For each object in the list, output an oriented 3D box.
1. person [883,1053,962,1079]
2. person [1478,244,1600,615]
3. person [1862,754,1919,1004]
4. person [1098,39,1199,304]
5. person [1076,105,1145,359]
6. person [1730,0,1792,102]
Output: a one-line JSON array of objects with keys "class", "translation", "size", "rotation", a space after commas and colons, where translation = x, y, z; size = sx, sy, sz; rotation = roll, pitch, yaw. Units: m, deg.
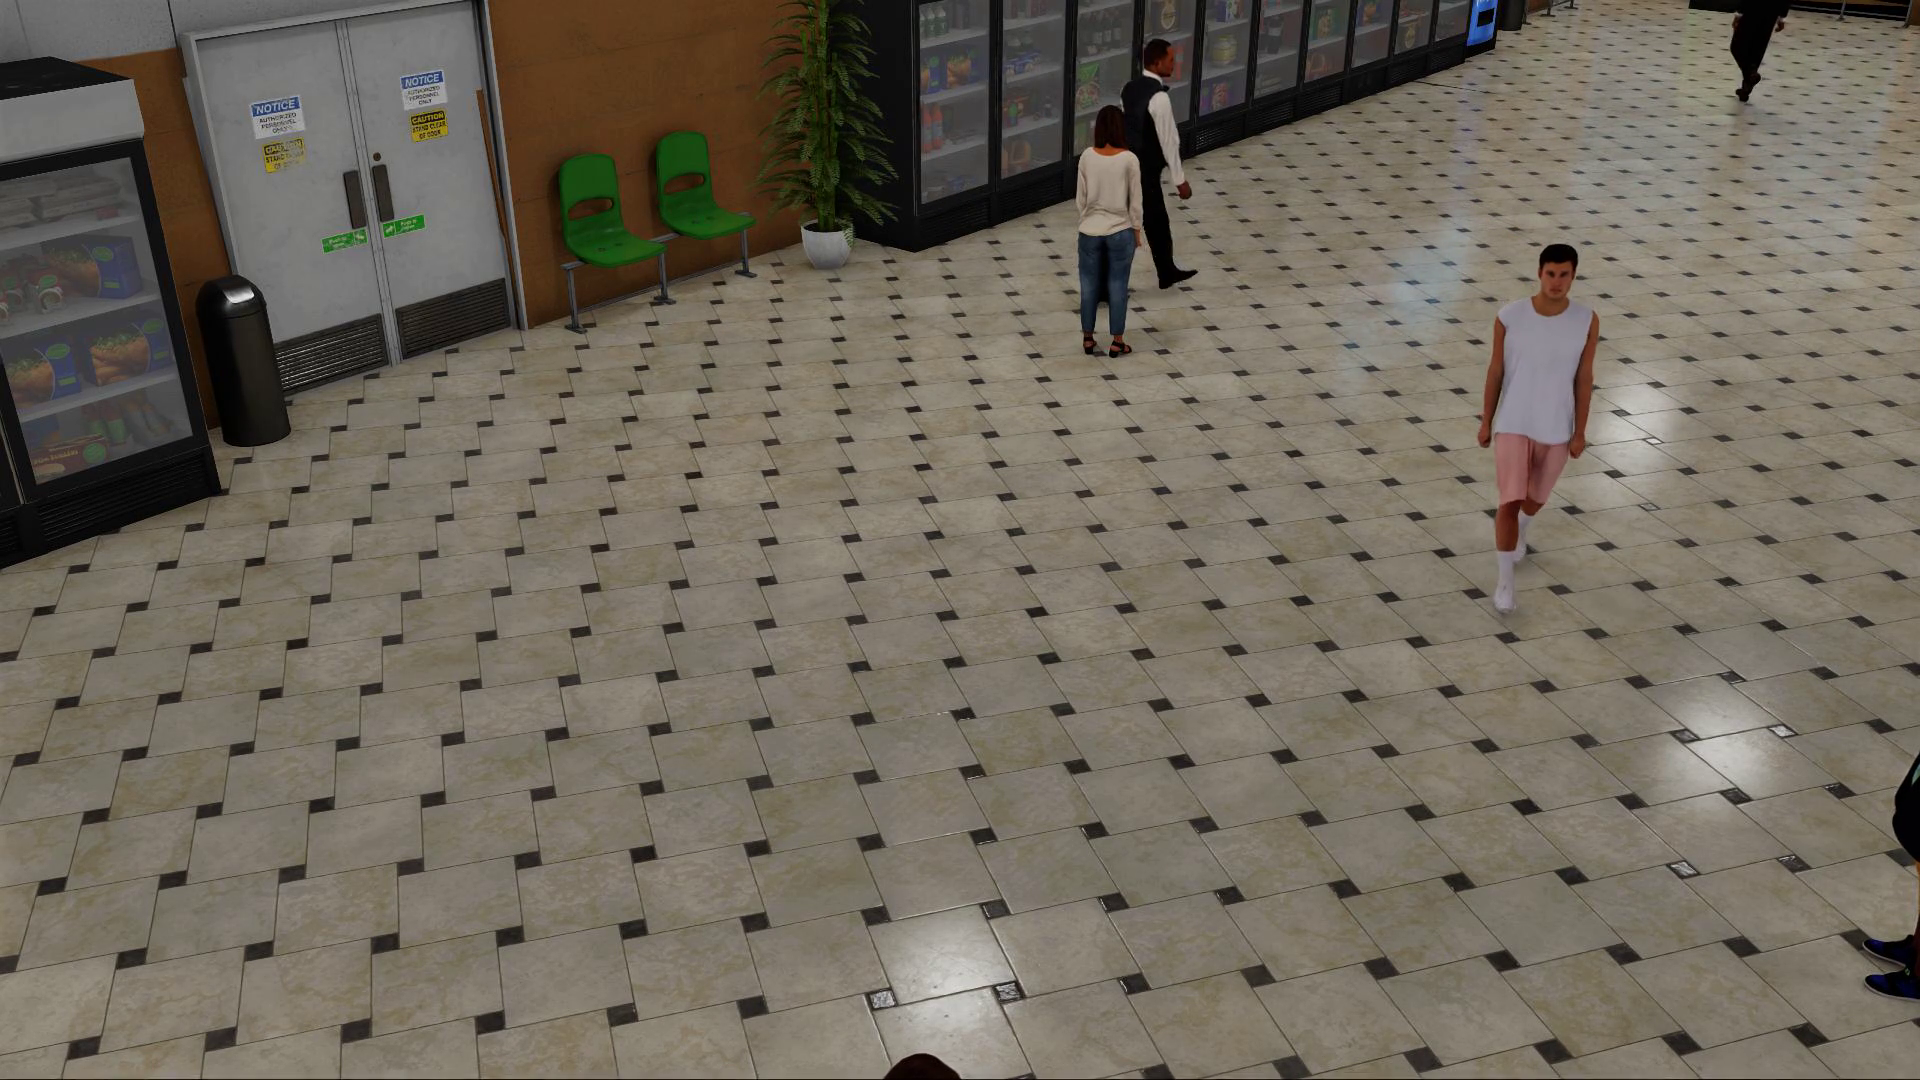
[{"class": "person", "translation": [-0.070, 1.761, 3.482], "size": [0.560, 1.726, 0.599], "rotation": [14, 30, 26]}, {"class": "person", "translation": [2.796, -0.583, 8.074], "size": [1.151, 1.753, 1.033], "rotation": [6, 28, 12]}, {"class": "person", "translation": [3.310, 0.976, 5.533], "size": [0.571, 1.271, 0.553], "rotation": [14, 30, 26]}, {"class": "person", "translation": [1.197, -2.536, 11.862], "size": [1.138, 1.810, 1.227], "rotation": [-10, 28, -18]}, {"class": "person", "translation": [0.974, -2.038, 11.021], "size": [0.566, 1.682, 0.726], "rotation": [12, 29, 22]}, {"class": "person", "translation": [8.654, -5.665, 17.950], "size": [1.074, 1.884, 1.076], "rotation": [3, 27, 6]}]
